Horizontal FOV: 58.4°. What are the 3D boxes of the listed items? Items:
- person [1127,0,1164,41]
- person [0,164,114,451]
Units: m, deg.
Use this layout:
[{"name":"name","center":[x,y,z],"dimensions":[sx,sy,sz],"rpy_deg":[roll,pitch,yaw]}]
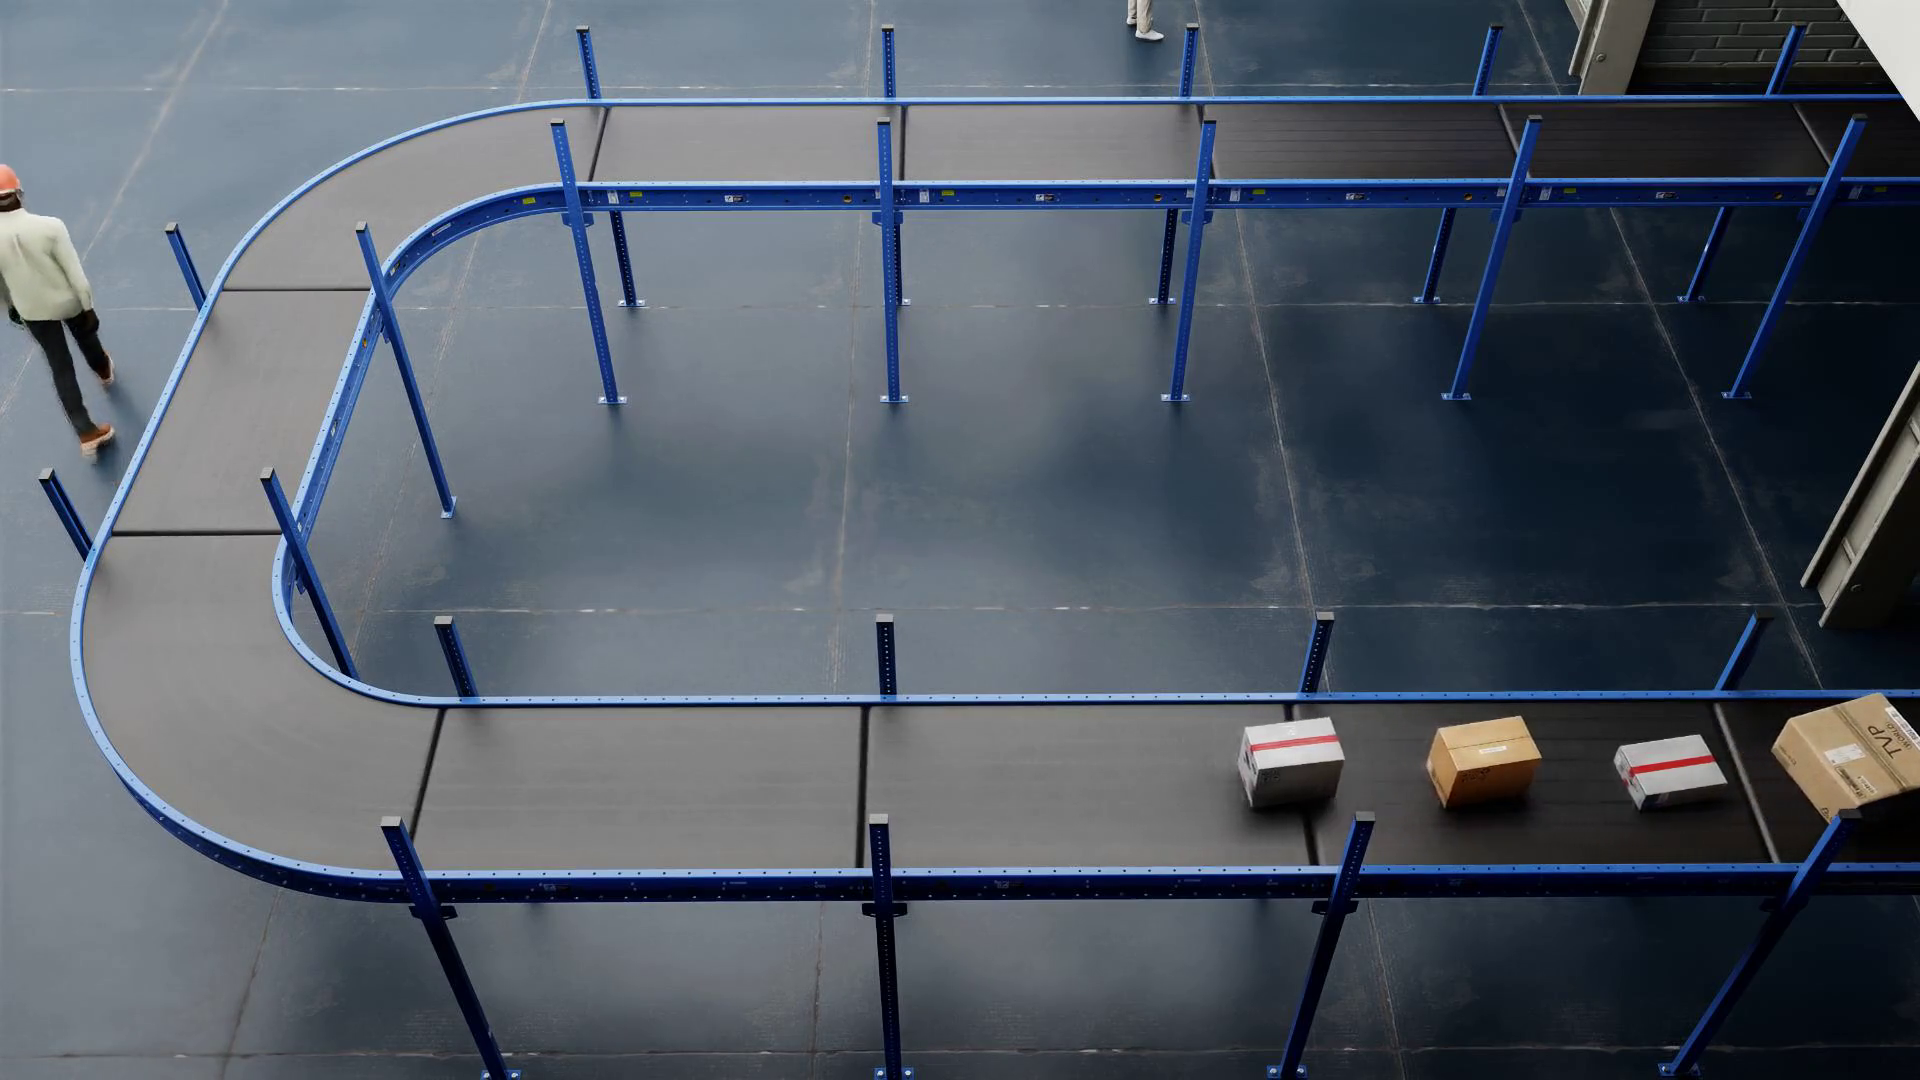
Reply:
[{"name":"person","center":[1.666,-5.181,14.990],"dimensions":[0.311,1.638,0.523],"rpy_deg":[-9,48,-9]},{"name":"person","center":[-6.076,-1.552,11.431],"dimensions":[0.621,1.912,1.097],"rpy_deg":[-14,48,-12]}]
